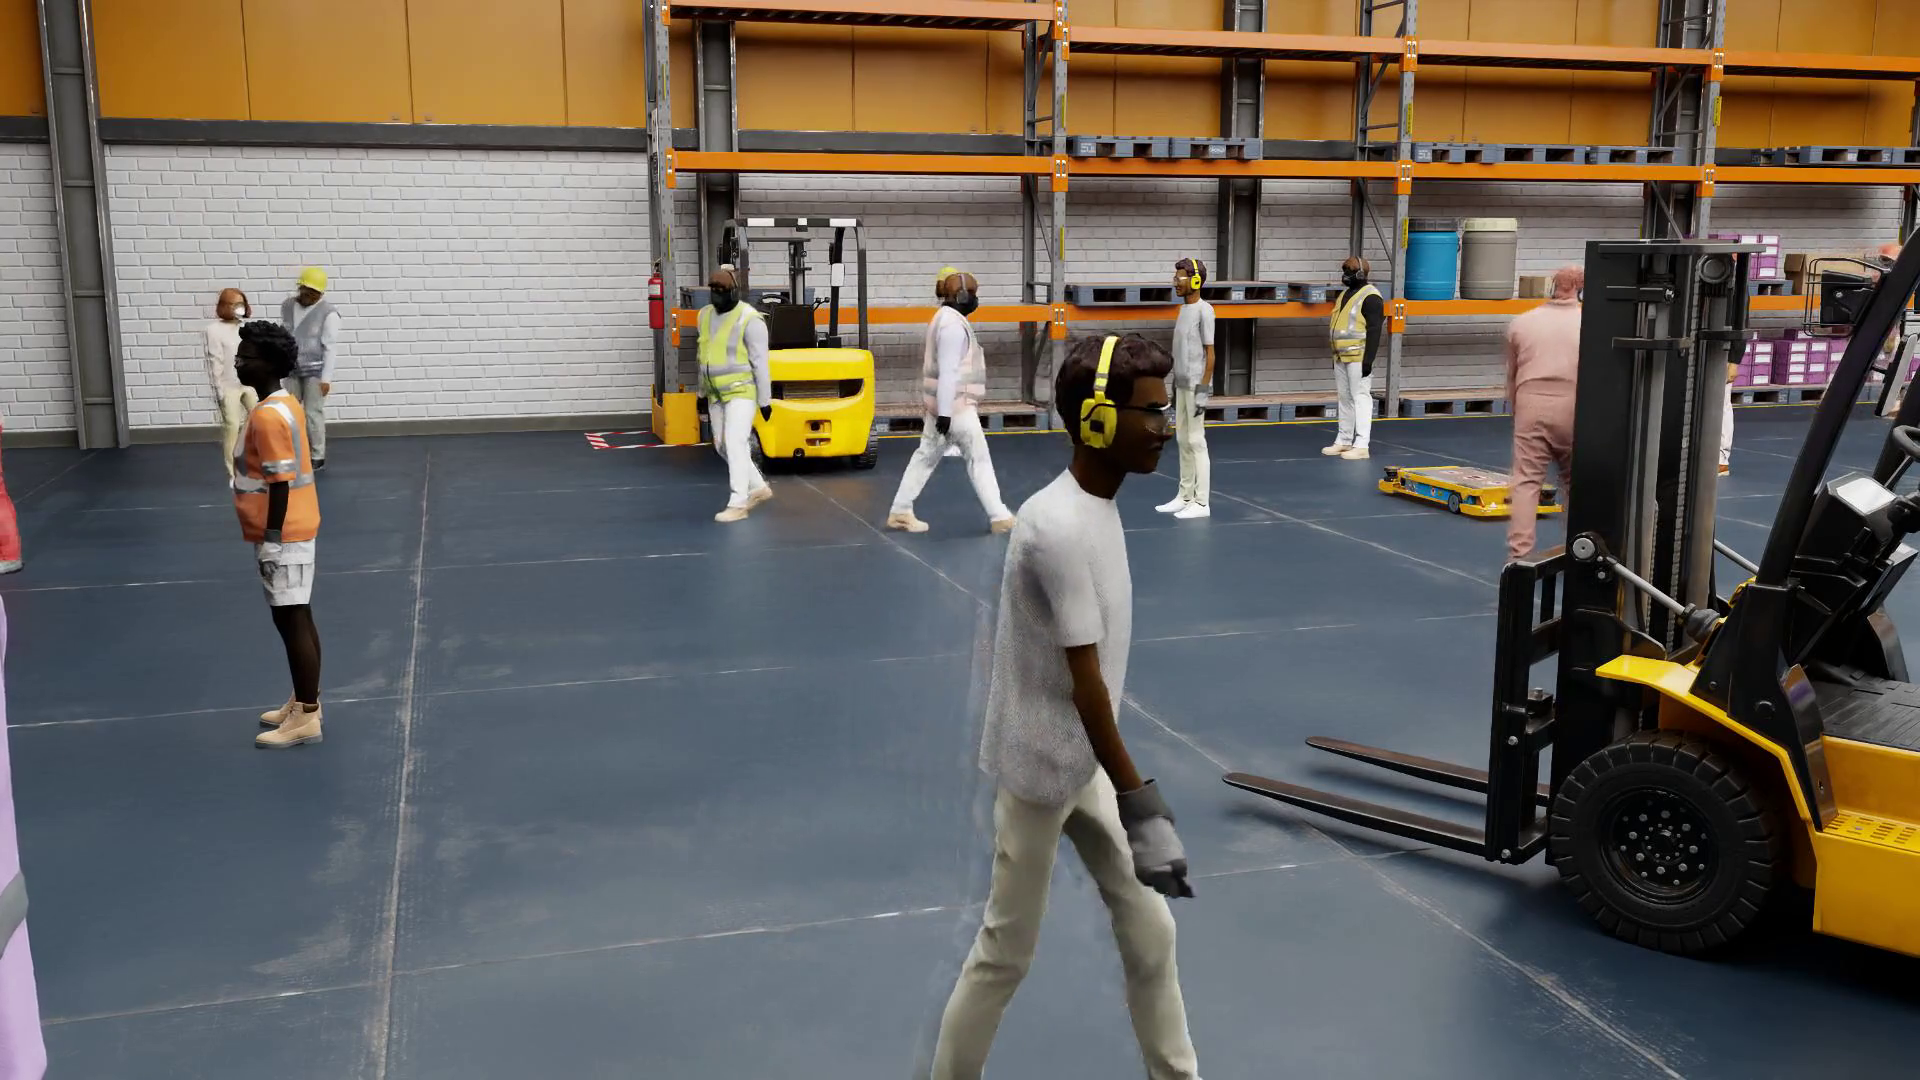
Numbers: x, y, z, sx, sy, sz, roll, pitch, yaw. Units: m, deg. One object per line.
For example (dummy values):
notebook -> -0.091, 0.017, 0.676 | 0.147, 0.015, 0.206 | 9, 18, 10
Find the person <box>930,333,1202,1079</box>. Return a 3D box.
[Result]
person -> 0.313, 0.509, 3.386 | 0.916, 1.826, 0.531 | 4, 11, 19

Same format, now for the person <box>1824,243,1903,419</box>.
person -> 10.157, -2.306, 18.468 | 0.936, 1.961, 0.614 | -2, 10, -9

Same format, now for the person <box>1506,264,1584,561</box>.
person -> 3.590, -0.711, 9.994 | 0.645, 1.854, 0.974 | 7, 12, 33

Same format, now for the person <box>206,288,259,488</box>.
person -> -5.767, -1.197, 13.299 | 0.379, 1.621, 0.505 | 6, 12, 31

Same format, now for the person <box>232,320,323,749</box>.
person -> -2.726, -0.027, 6.651 | 0.315, 1.700, 0.541 | -3, 11, -17

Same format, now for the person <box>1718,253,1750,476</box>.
person -> 6.399, -1.542, 14.141 | 0.370, 1.996, 0.622 | -3, 11, -17

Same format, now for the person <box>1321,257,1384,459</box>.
person -> 3.596, -1.666, 15.253 | 0.429, 1.843, 0.633 | -3, 11, -17

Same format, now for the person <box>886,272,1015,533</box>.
person -> -0.050, -0.923, 11.347 | 0.994, 1.788, 0.627 | -1, 10, -8

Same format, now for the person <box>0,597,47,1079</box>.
person -> -1.253, 0.671, 1.886 | 0.372, 2.042, 0.615 | -3, 11, -17

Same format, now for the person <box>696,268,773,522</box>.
person -> -1.563, -1.052, 11.997 | 0.644, 1.812, 0.655 | 9, 14, 41

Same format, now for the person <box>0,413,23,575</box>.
person -> -5.892, -0.644, 9.929 | 0.414, 1.749, 0.559 | -7, 12, -32

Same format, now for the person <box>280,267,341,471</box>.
person -> -5.597, -1.452, 14.273 | 0.666, 1.768, 0.421 | 3, 11, 16

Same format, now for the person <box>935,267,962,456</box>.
person -> -0.104, -1.653, 15.443 | 0.282, 1.746, 0.493 | -3, 11, -17

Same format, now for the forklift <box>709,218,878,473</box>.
forklift -> -1.522, -1.778, 14.899 | 1.214, 2.155, 2.313 | -3, 11, -17

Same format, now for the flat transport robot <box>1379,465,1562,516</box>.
flat transport robot -> 3.824, -0.388, 12.551 | 0.652, 0.197, 1.431 | -3, 11, -17

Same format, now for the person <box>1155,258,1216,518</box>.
person -> 1.652, -1.094, 12.036 | 0.318, 1.870, 0.531 | -3, 11, -17

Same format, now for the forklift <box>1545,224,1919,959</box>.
forklift -> 2.909, 0.117, 4.508 | 2.313, 2.155, 1.214 | 9, 14, 40
